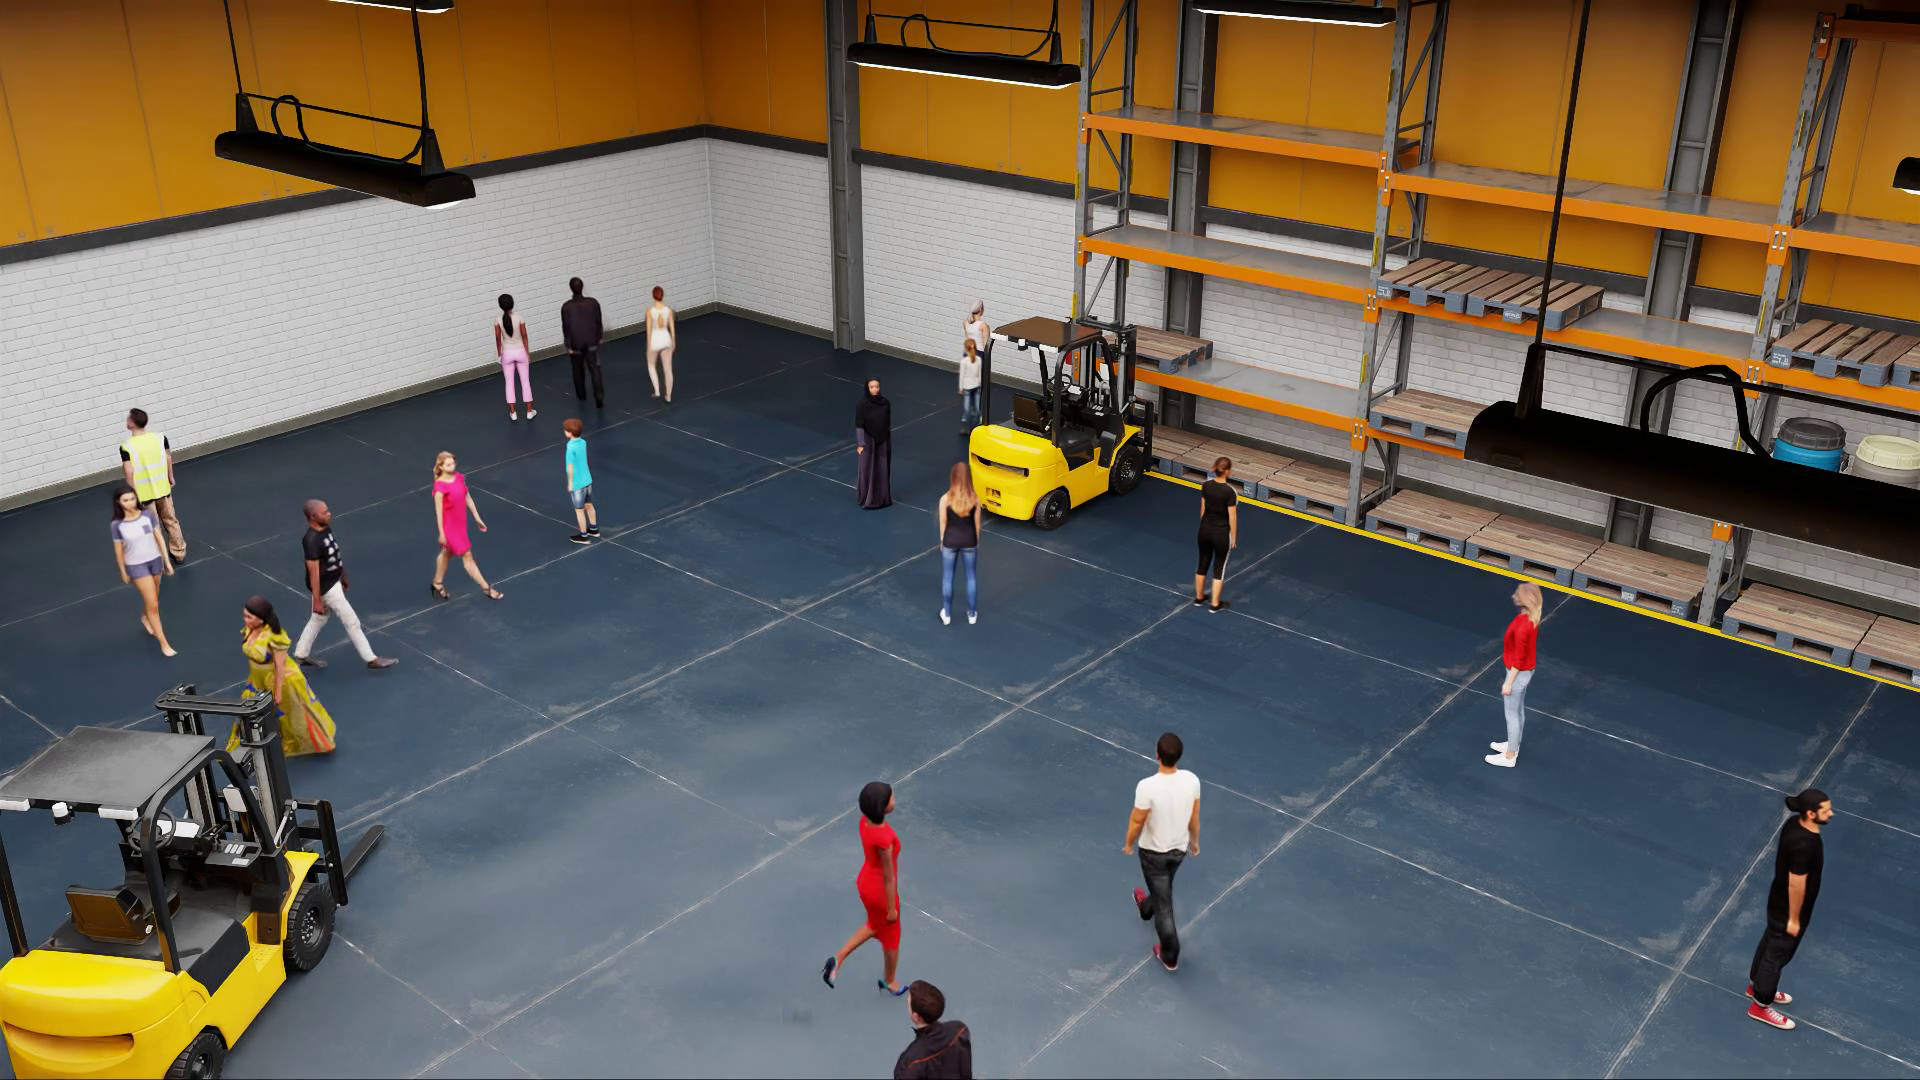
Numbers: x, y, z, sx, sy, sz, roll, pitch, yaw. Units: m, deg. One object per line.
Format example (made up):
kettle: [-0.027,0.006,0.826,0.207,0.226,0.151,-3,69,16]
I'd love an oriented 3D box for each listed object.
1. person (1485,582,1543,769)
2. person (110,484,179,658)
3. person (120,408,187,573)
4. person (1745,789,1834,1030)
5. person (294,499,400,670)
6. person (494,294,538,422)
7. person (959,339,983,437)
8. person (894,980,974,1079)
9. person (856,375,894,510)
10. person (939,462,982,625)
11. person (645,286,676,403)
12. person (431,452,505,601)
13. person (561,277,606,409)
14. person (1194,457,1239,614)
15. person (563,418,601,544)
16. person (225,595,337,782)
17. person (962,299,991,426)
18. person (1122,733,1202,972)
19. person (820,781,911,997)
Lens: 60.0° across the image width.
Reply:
person: [4.780,1.144,14.241,0.580,1.706,0.658,12,26,25]
person: [-8.017,0.254,16.306,1.101,1.682,0.578,19,30,36]
person: [-8.733,-0.550,17.941,0.727,1.846,0.711,16,28,32]
person: [5.585,2.444,11.204,0.677,1.756,0.698,9,25,20]
person: [-6.072,0.474,15.714,1.252,1.754,1.221,-3,24,-6]
person: [-6.032,-2.481,22.486,0.654,1.743,0.700,-4,24,-8]
person: [0.156,-2.010,21.948,0.543,1.311,0.582,-10,25,-21]
person: [-0.100,3.262,9.150,0.735,1.903,0.809,-20,31,-38]
person: [-1.005,-1.171,19.652,0.704,1.615,0.728,-9,25,-21]
person: [-0.002,0.038,16.749,0.655,1.723,0.711,-3,24,-6]
person: [-4.142,-2.689,23.106,0.689,1.630,0.724,-10,26,-23]
person: [-5.310,-0.127,17.181,1.153,1.680,0.915,5,24,11]
person: [-5.144,-2.679,22.862,1.081,1.805,1.258,-8,25,-17]
person: [2.616,-0.068,17.063,0.461,1.667,0.647,20,31,38]
person: [-4.279,-0.685,18.747,0.594,1.447,0.583,6,24,14]
person: [-5.776,1.213,14.205,1.328,1.608,0.966,12,26,26]
person: [0.194,-2.405,22.367,0.461,1.699,0.639,19,30,36]
person: [1.477,2.217,11.696,0.955,1.777,1.148,-10,26,-22]
person: [-0.625,2.428,11.277,0.858,1.727,0.905,-10,25,-21]
